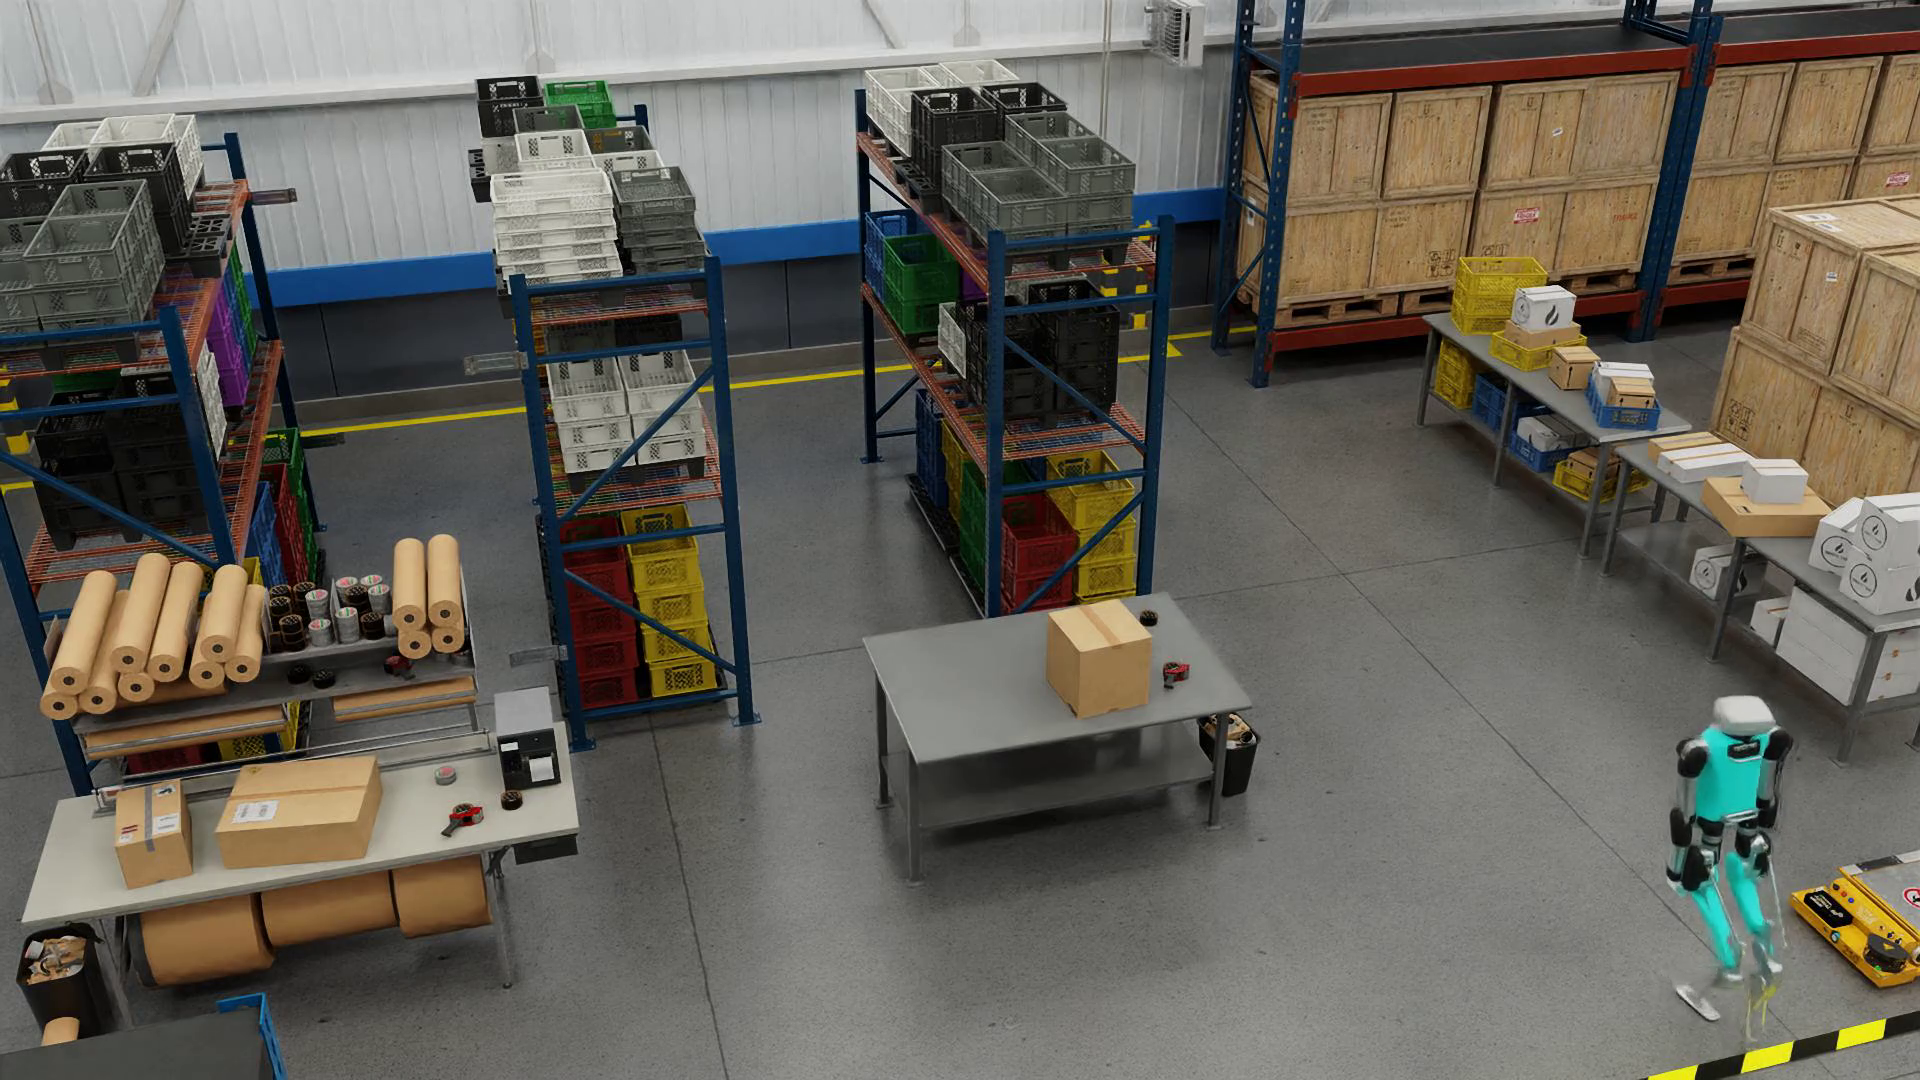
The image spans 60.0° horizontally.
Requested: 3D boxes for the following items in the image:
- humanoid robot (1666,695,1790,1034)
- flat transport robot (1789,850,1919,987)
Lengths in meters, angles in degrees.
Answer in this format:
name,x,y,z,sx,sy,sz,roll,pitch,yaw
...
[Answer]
name,x,y,z,sx,sy,sz,roll,pitch,yaw
humanoid robot,3.615,1.641,7.729,0.576,1.834,0.743,-7,29,-12
flat transport robot,5.163,1.916,8.676,1.431,0.231,0.659,-8,30,-14
